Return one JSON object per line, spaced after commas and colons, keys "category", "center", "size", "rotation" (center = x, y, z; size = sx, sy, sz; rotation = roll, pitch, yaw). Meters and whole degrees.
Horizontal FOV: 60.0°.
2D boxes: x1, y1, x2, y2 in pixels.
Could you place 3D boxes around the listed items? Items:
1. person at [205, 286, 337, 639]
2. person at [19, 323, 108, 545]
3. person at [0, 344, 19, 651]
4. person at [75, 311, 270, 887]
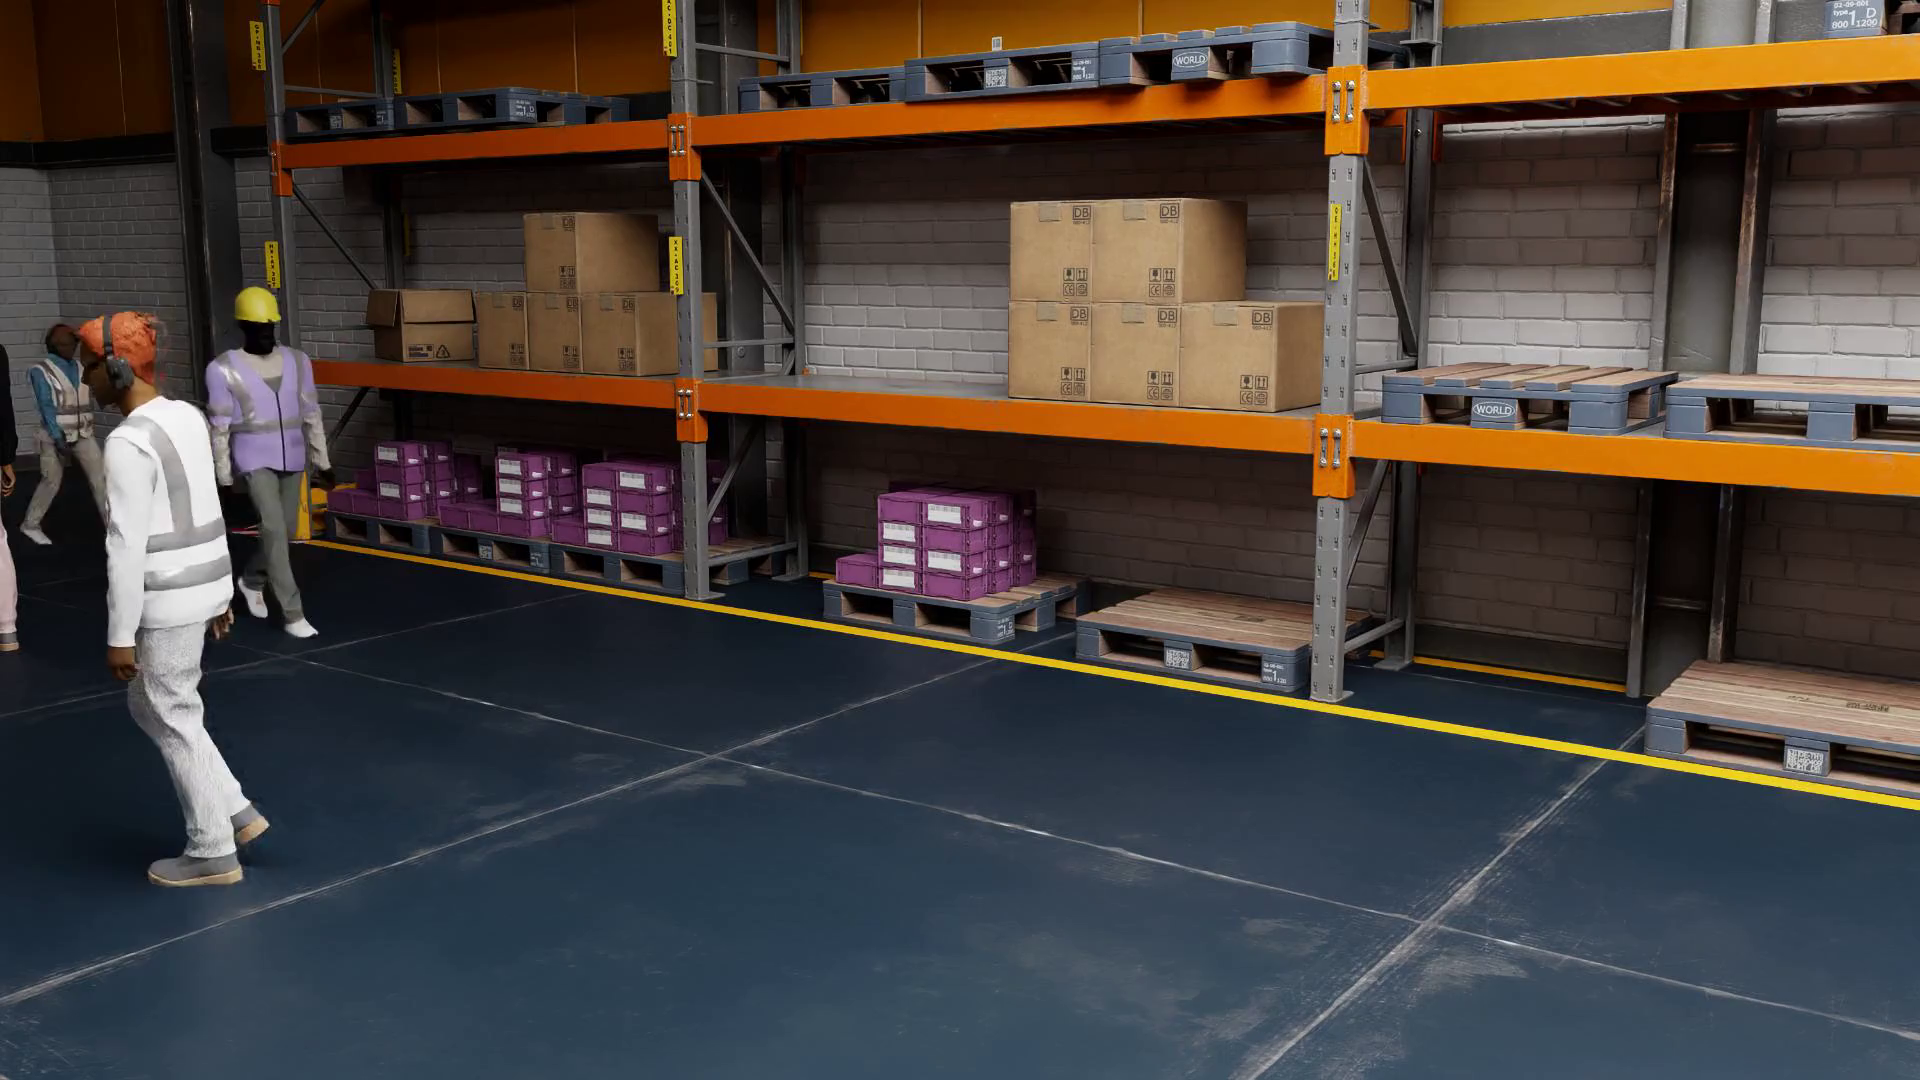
{"category": "person", "center": [-3.815, -0.441, 9.125], "size": [0.909, 1.895, 0.602], "rotation": [7, 12, 36]}
{"category": "person", "center": [-6.337, -0.735, 11.735], "size": [0.809, 1.596, 0.508], "rotation": [4, 10, 22]}
{"category": "person", "center": [-5.110, -0.382, 8.451], "size": [0.381, 1.994, 0.622], "rotation": [5, 11, 29]}
{"category": "person", "center": [-2.517, 0.218, 5.258], "size": [0.408, 1.867, 0.613], "rotation": [-1, 10, -5]}
